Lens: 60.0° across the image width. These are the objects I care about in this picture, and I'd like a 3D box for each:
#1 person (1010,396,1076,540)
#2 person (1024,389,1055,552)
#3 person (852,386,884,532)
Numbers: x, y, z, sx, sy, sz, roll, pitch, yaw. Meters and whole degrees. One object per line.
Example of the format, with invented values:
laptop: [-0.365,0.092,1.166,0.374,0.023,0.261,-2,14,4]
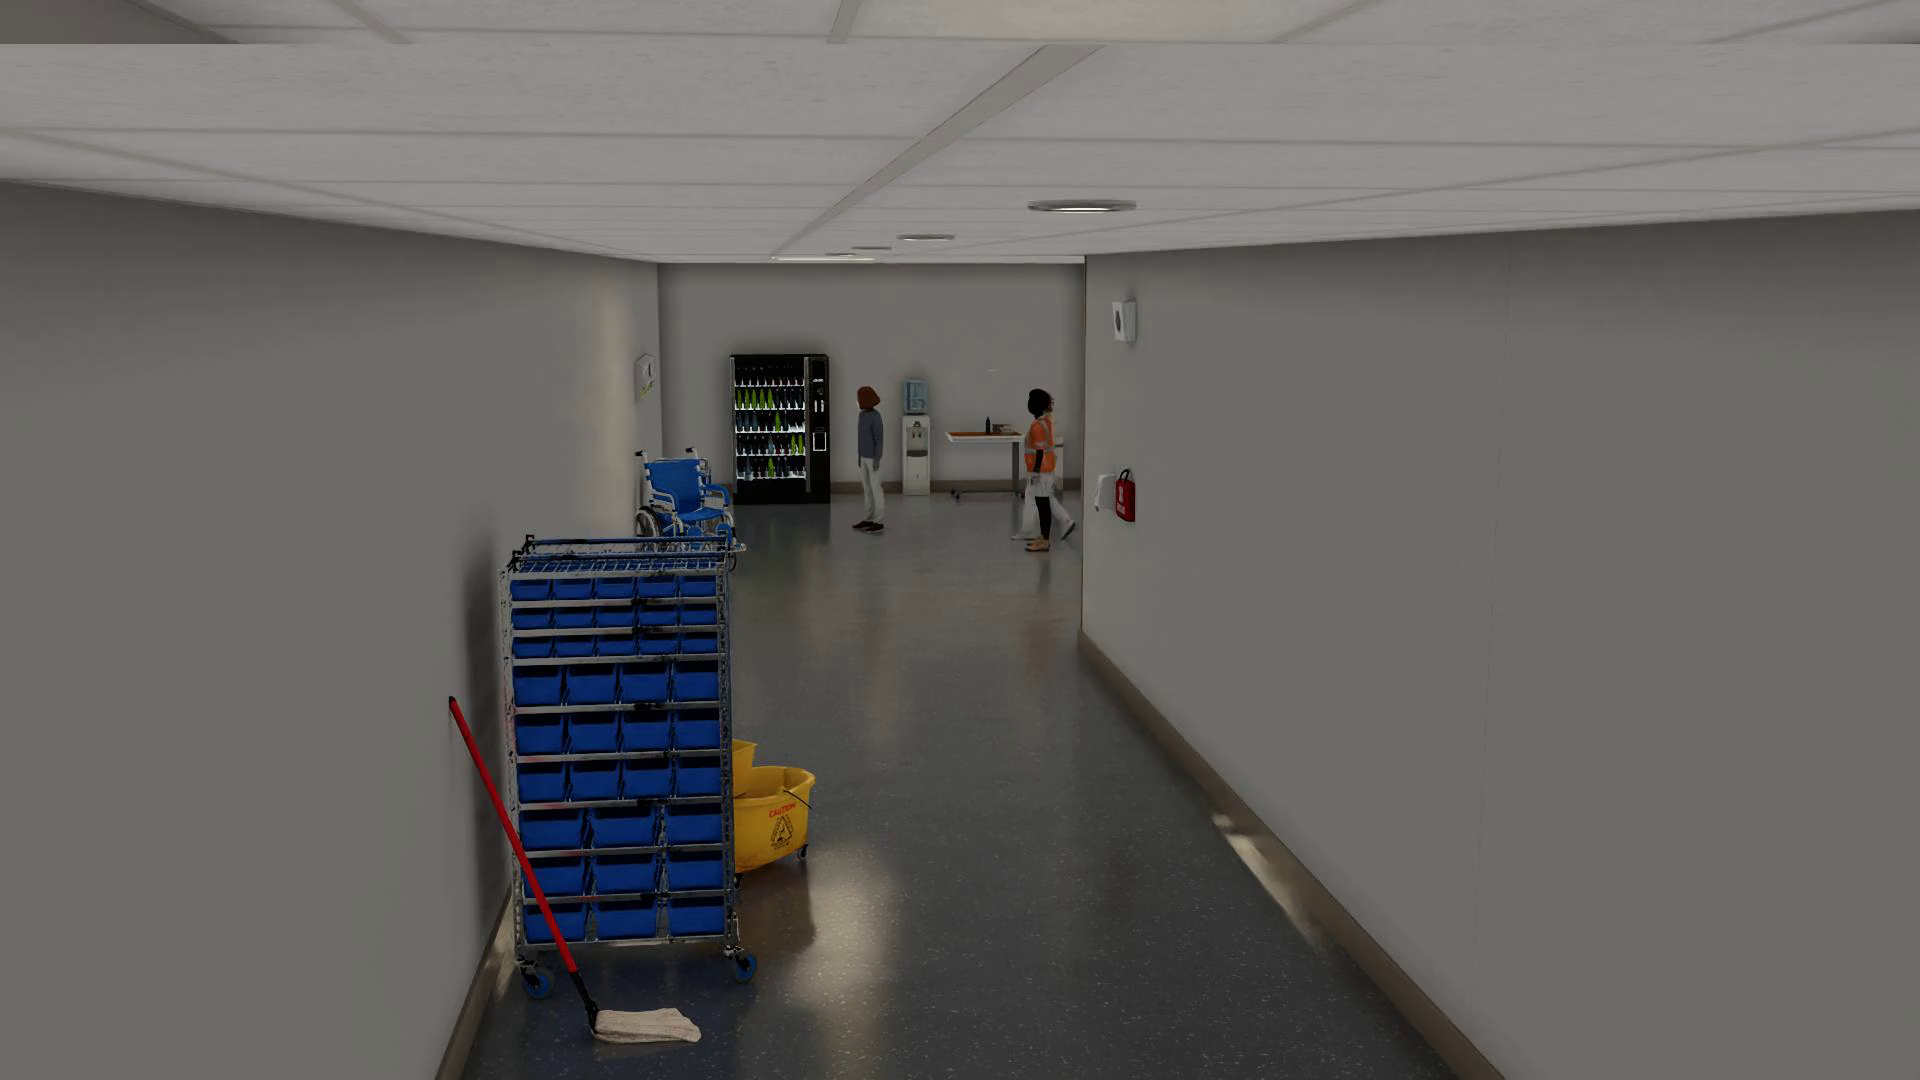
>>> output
person: [0.907,-0.789,17.935,0.652,1.616,0.524,4,10,21]
person: [0.827,-0.727,17.325,0.322,1.697,0.530,2,9,9]
person: [-1.019,-0.909,18.658,0.289,1.633,0.501,-5,10,-27]
